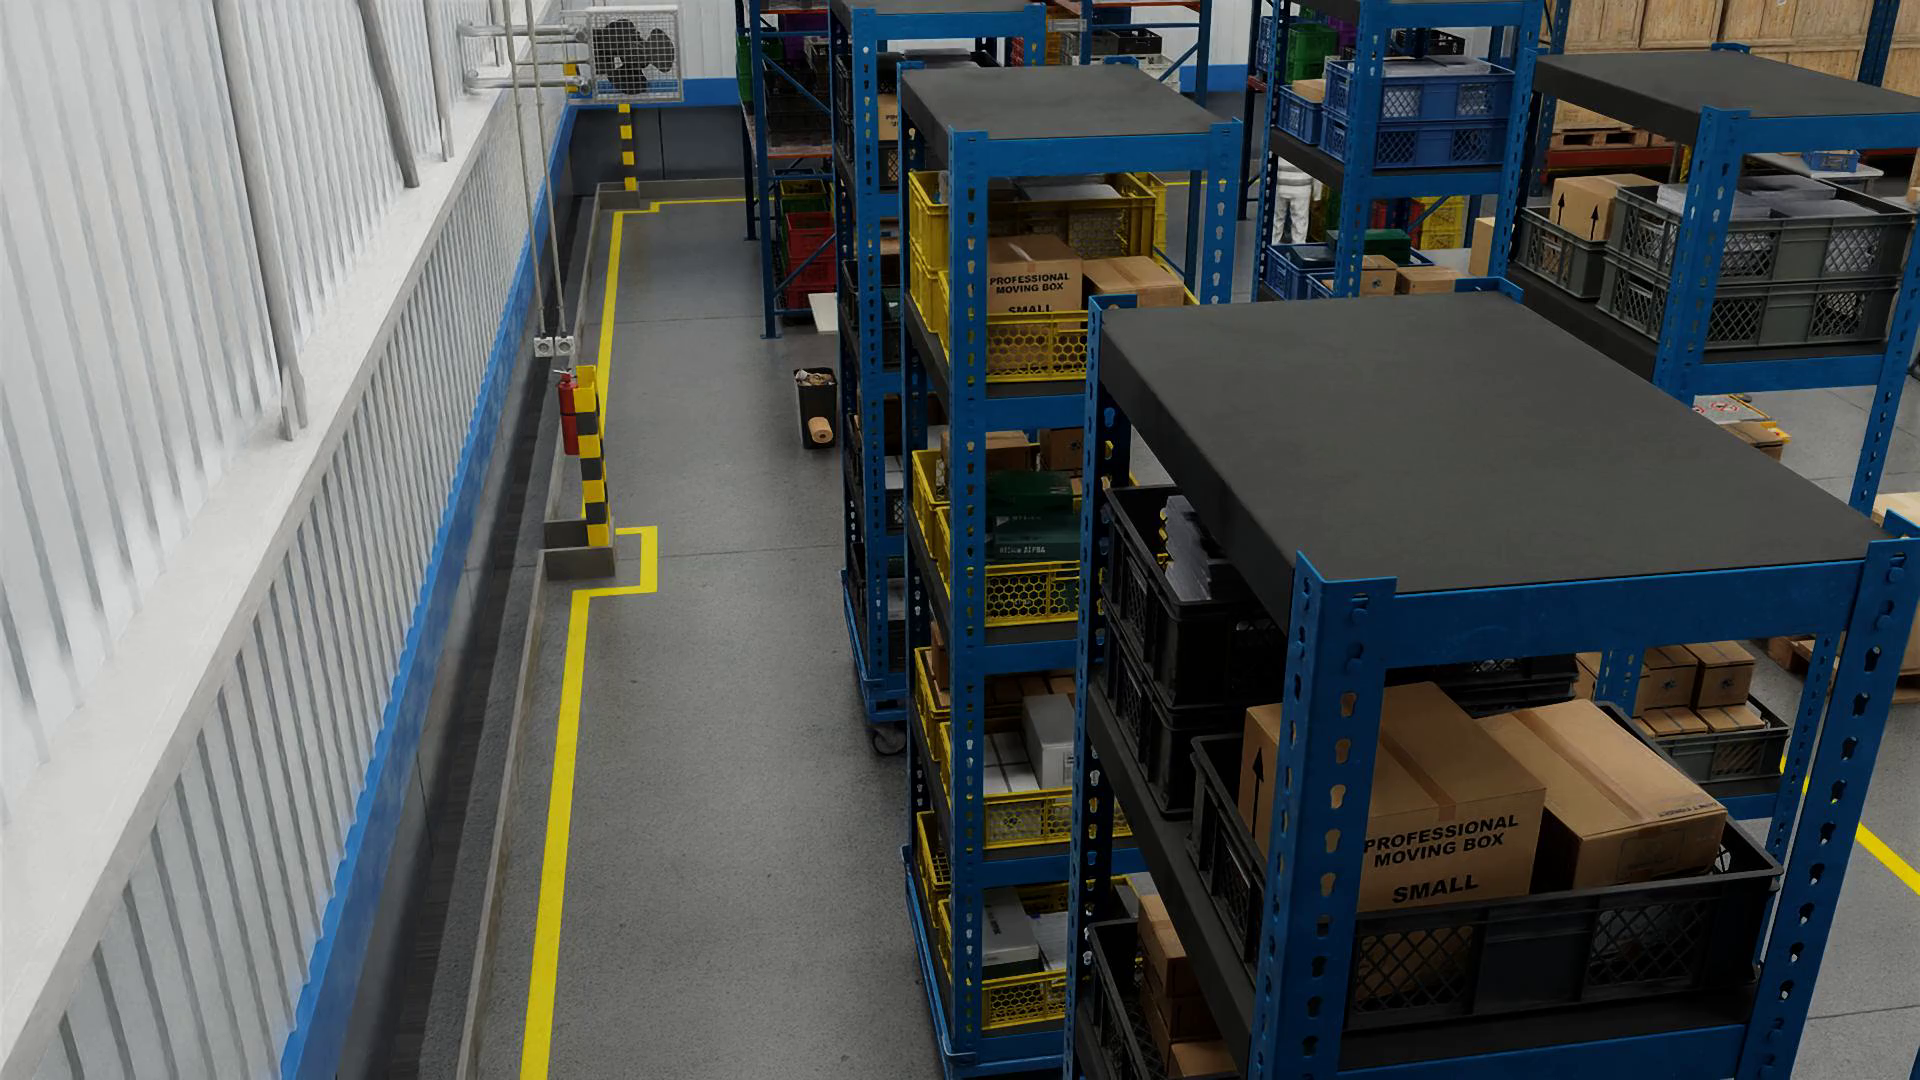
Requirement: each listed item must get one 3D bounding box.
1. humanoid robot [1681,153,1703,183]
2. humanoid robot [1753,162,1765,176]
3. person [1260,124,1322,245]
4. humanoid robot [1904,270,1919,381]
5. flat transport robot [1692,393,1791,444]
[{"bbox_3d":[7.366,-3.658,16.549,0.317,1.656,0.613,5,25,10],"label":"humanoid robot"},{"bbox_3d":[8.665,-4.252,17.894,0.600,1.622,0.749,-14,28,-27],"label":"humanoid robot"},{"bbox_3d":[3.046,-3.198,15.317,0.578,1.882,0.343,12,27,24],"label":"person"},{"bbox_3d":[7.781,-2.112,13.222,0.380,1.628,0.655,-2,25,-4],"label":"humanoid robot"},{"bbox_3d":[5.224,-0.859,12.132,1.431,0.197,0.652,-4,25,-8],"label":"flat transport robot"}]
